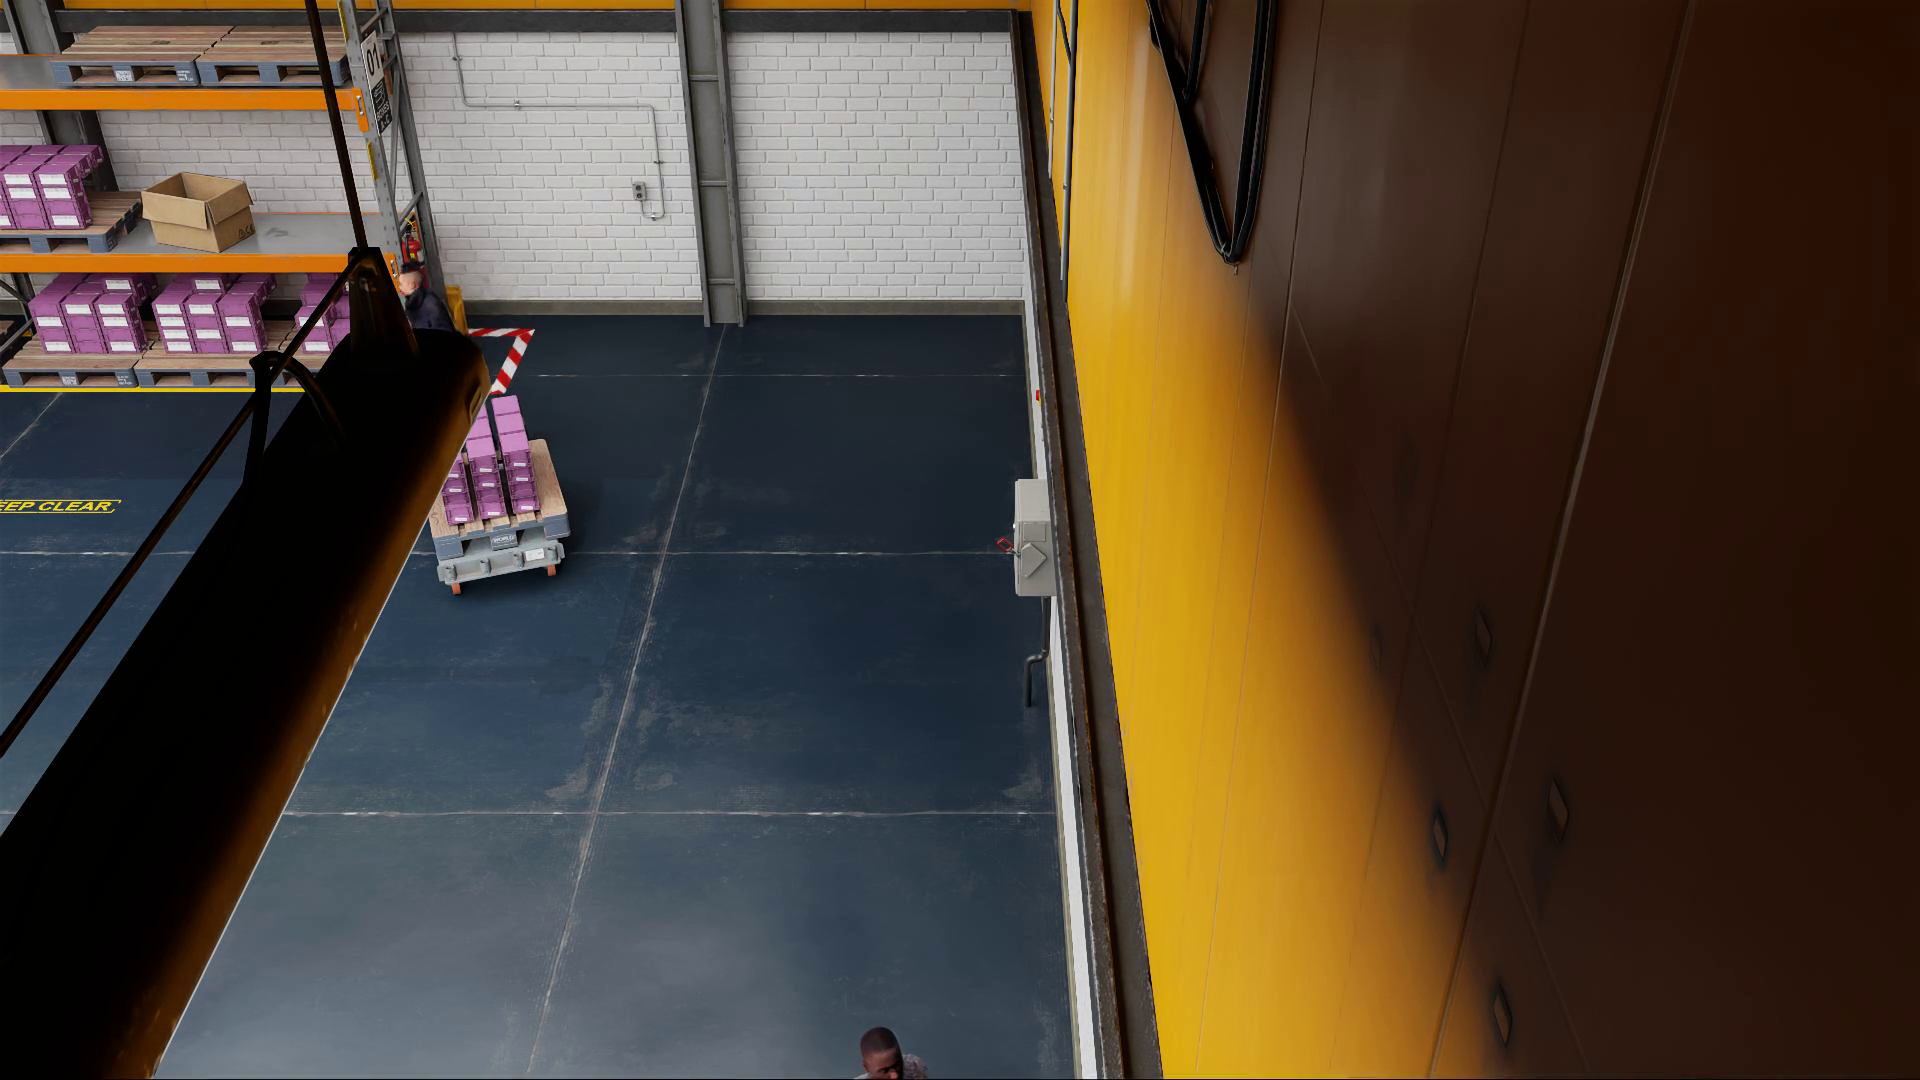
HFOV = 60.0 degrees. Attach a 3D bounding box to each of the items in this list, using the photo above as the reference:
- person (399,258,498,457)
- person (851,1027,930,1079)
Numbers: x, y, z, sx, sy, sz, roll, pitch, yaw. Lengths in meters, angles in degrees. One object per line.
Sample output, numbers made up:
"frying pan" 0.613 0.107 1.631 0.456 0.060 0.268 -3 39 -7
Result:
"person" -4.235 -1.493 13.983 1.065 1.823 1.005 -25 41 -32
"person" -0.340 2.838 7.453 0.723 1.839 0.813 -24 40 -31
